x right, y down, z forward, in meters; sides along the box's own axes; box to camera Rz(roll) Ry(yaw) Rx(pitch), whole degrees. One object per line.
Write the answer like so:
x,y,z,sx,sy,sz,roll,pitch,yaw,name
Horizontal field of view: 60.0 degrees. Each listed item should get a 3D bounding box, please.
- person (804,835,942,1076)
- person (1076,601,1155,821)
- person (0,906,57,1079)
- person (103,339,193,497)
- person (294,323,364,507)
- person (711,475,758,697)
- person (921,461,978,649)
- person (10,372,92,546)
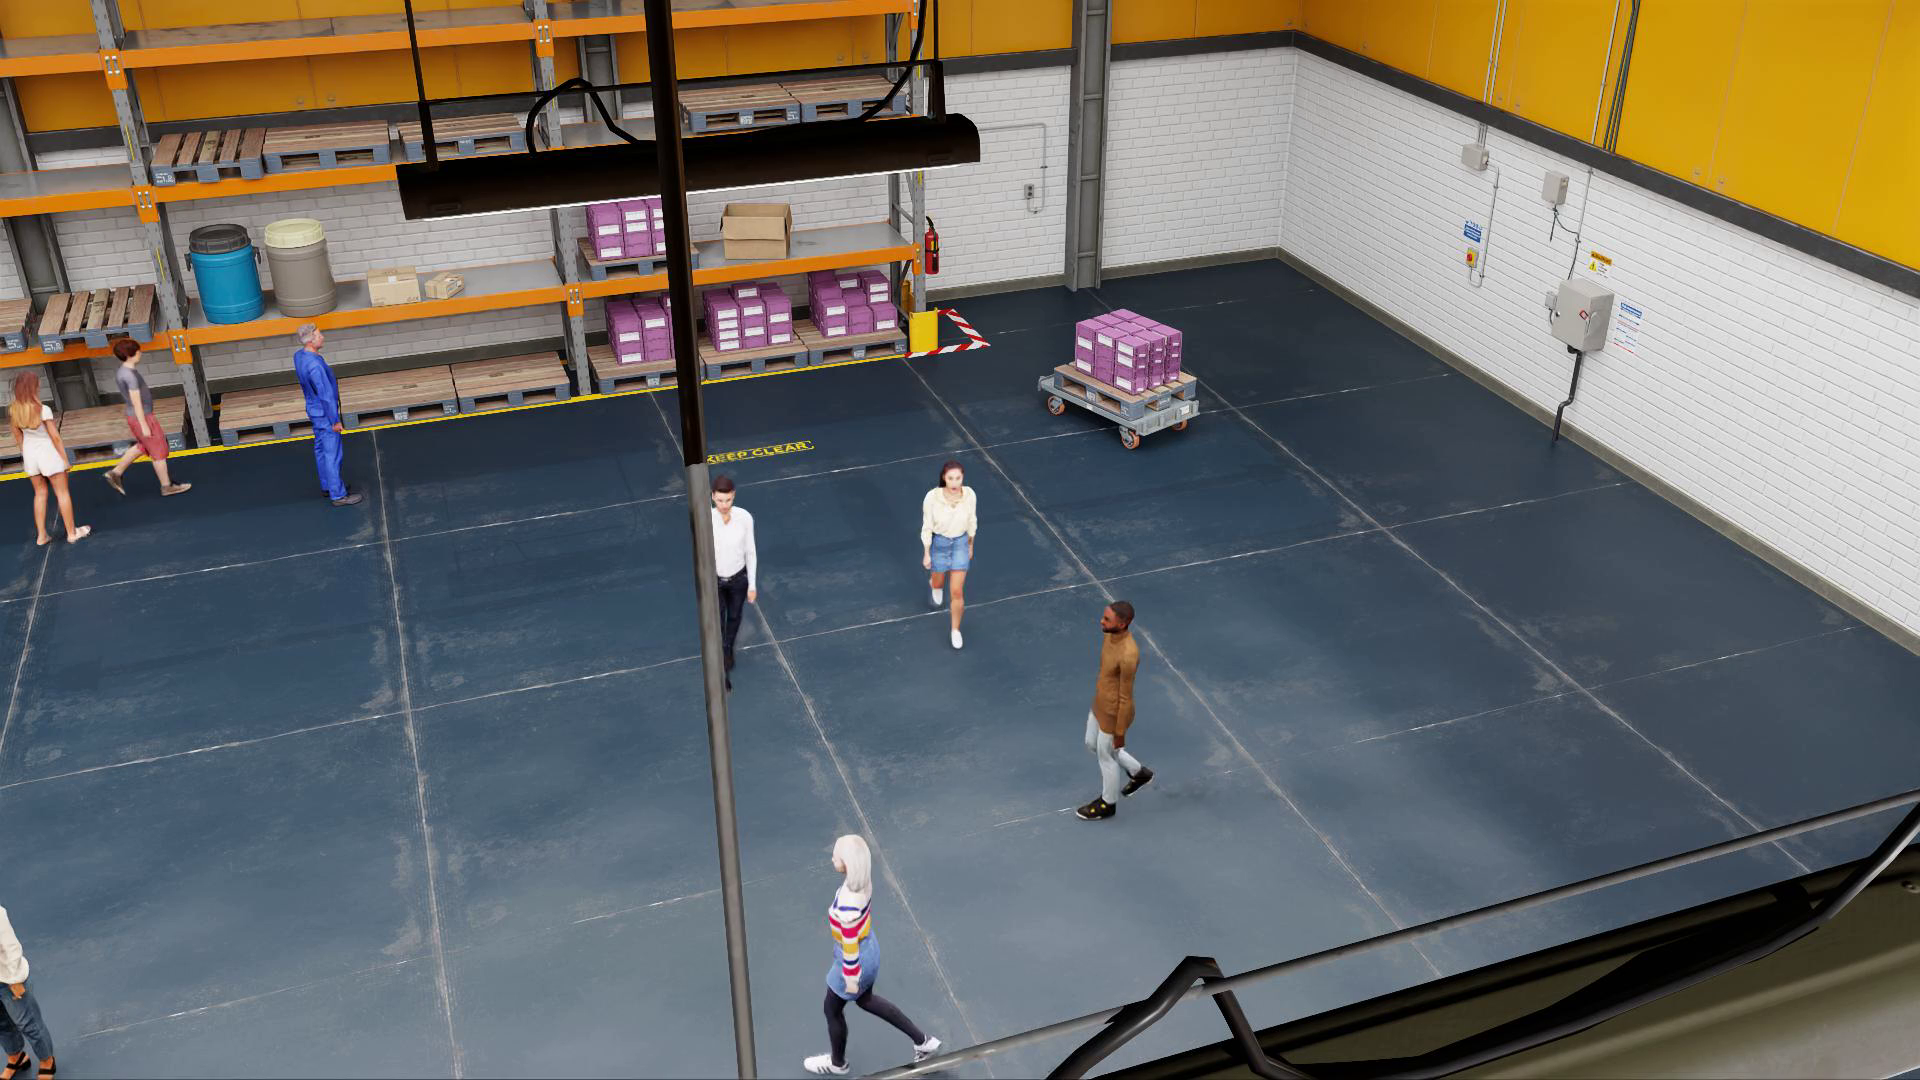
-0.516,2.394,9.504,1.153,1.786,0.997,5,29,10,person
1.156,1.188,11.693,0.855,1.806,0.724,-6,29,-11,person
-5.506,2.466,9.481,0.665,1.682,0.767,7,29,12,person
-8.035,-1.144,16.148,1.011,1.635,0.705,-16,33,-27,person
-6.172,-1.227,16.097,0.677,1.829,0.775,-20,35,-32,person
-1.879,0.266,13.358,1.178,1.831,0.811,-5,29,-9,person
-0.109,0.051,13.982,1.019,1.611,0.835,-5,29,-9,person
-8.488,-0.754,15.360,0.754,1.704,0.811,3,29,5,person
